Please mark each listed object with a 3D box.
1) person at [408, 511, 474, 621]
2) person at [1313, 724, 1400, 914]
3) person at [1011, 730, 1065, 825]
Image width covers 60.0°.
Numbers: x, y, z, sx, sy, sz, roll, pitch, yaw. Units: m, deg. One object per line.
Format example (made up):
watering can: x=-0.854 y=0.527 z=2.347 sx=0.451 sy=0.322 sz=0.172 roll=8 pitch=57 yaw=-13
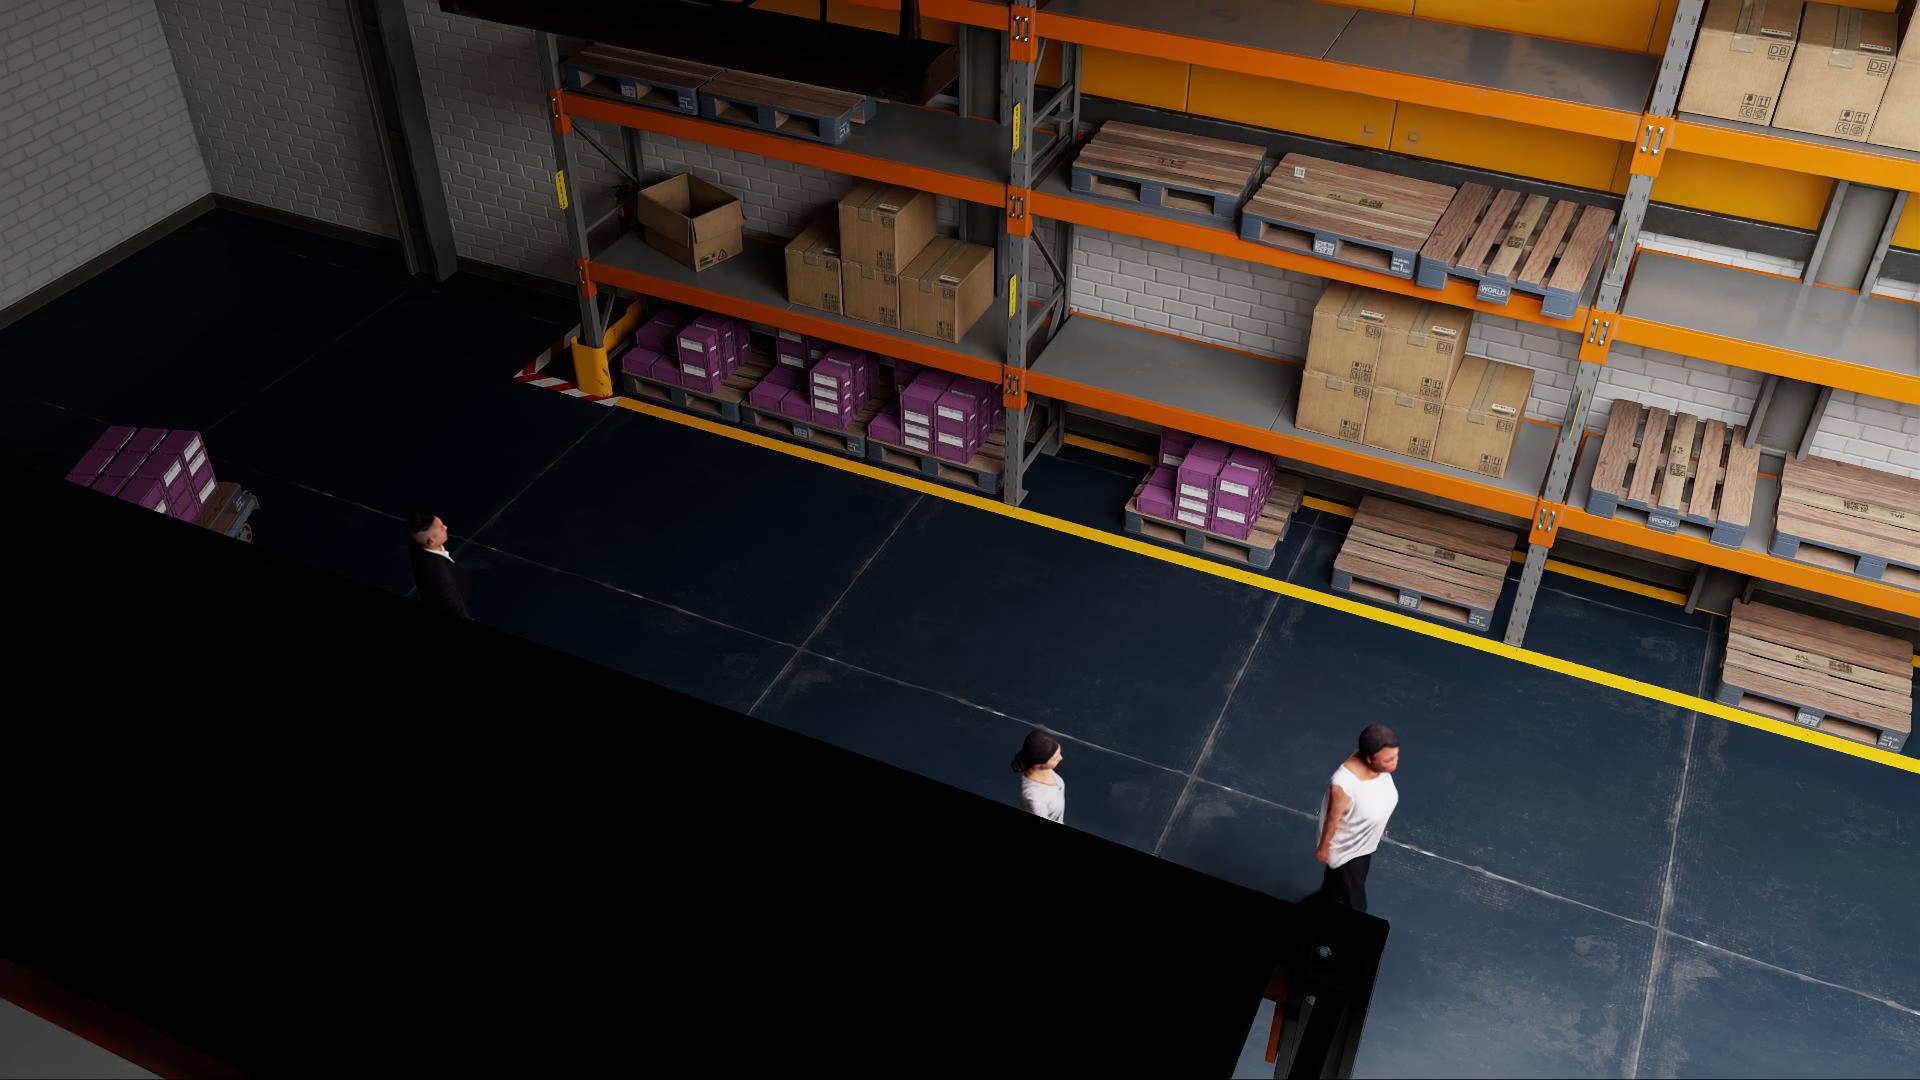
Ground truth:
person: x=-3.344 y=0.554 z=10.868 sx=0.857 sy=1.949 sz=0.711 roll=-25 pitch=45 yaw=-28
person: x=2.234 y=1.679 z=9.677 sx=0.762 sy=1.679 sz=0.743 roll=28 pitch=46 yaw=30
person: x=0.422 y=1.740 z=9.525 sx=0.660 sy=1.773 sz=0.660 roll=0 pitch=39 yaw=1
